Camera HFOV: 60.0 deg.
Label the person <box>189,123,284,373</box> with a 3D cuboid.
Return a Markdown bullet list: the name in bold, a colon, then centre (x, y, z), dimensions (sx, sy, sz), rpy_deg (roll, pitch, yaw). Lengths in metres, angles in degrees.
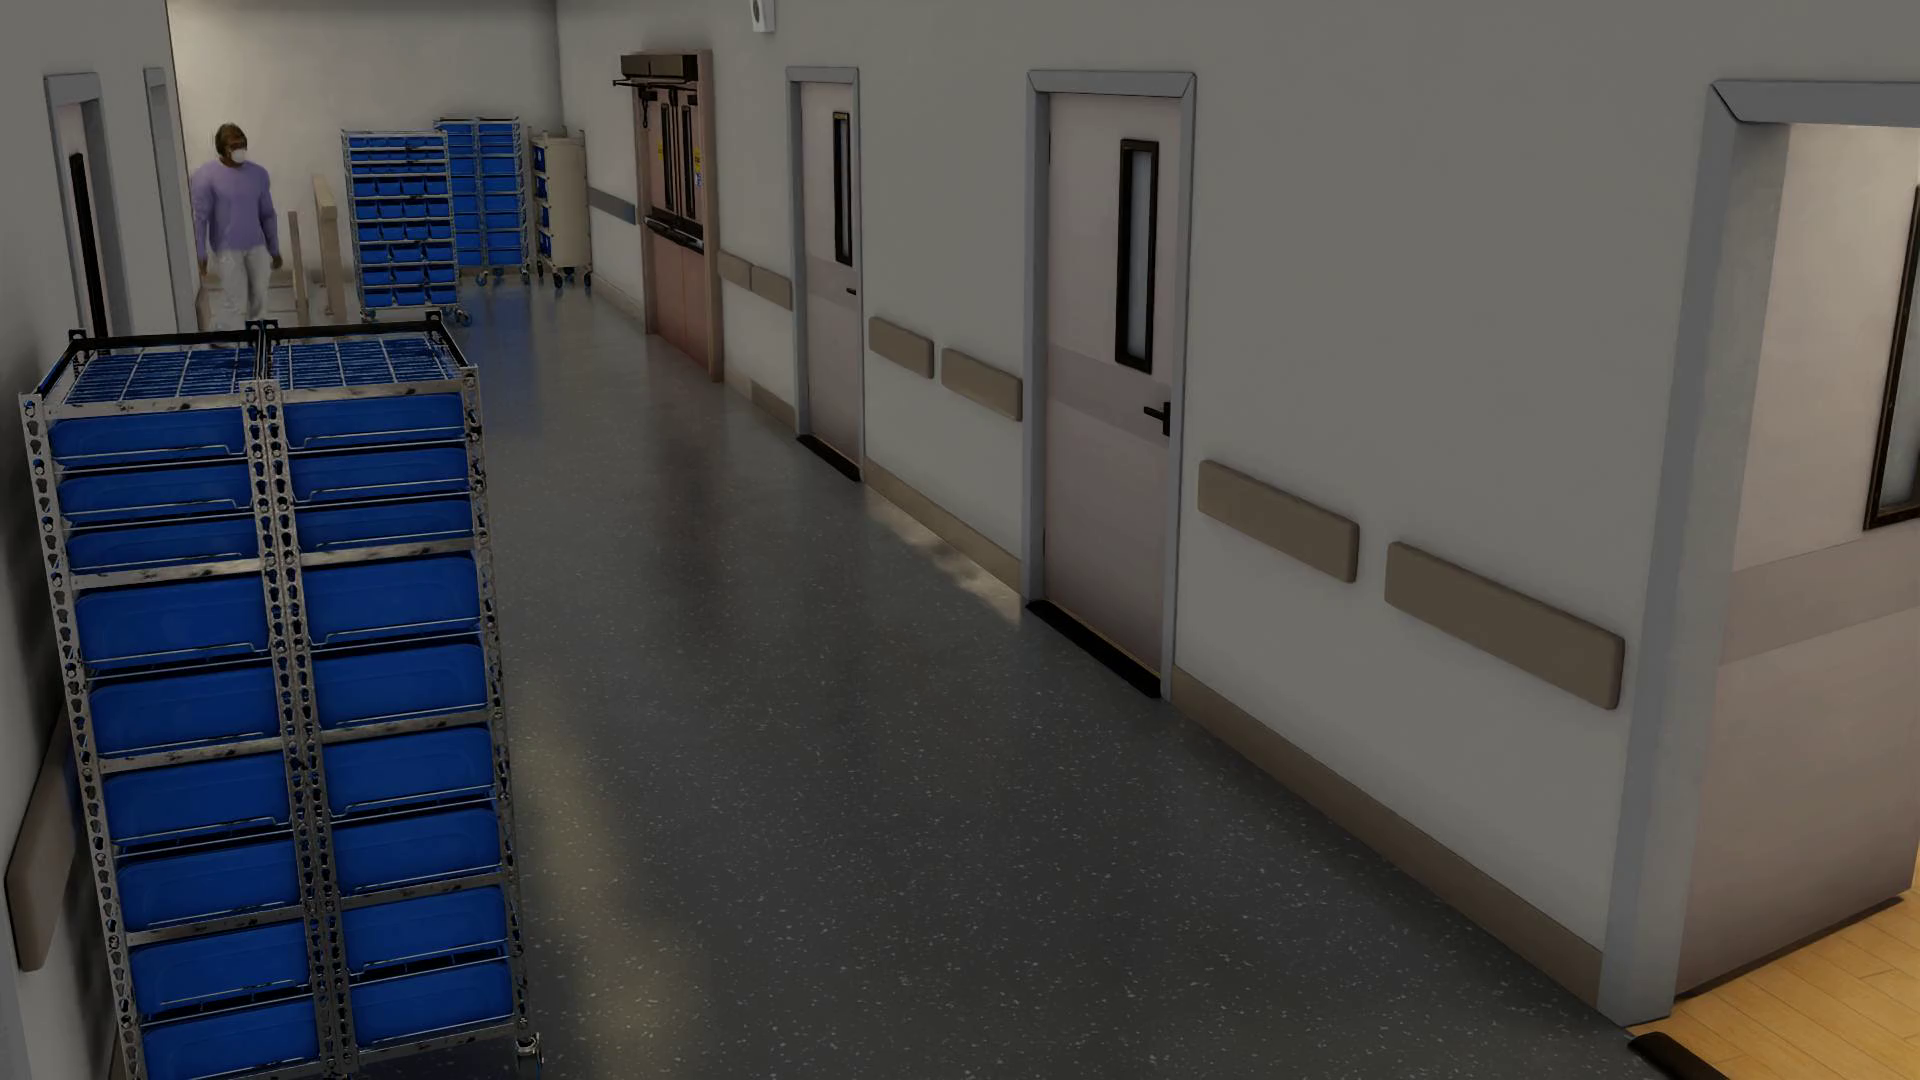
- **person**: centre (-5.582, -2.231, 12.798), dimensions (0.535, 1.918, 0.671), rpy_deg (10, 19, 32)
